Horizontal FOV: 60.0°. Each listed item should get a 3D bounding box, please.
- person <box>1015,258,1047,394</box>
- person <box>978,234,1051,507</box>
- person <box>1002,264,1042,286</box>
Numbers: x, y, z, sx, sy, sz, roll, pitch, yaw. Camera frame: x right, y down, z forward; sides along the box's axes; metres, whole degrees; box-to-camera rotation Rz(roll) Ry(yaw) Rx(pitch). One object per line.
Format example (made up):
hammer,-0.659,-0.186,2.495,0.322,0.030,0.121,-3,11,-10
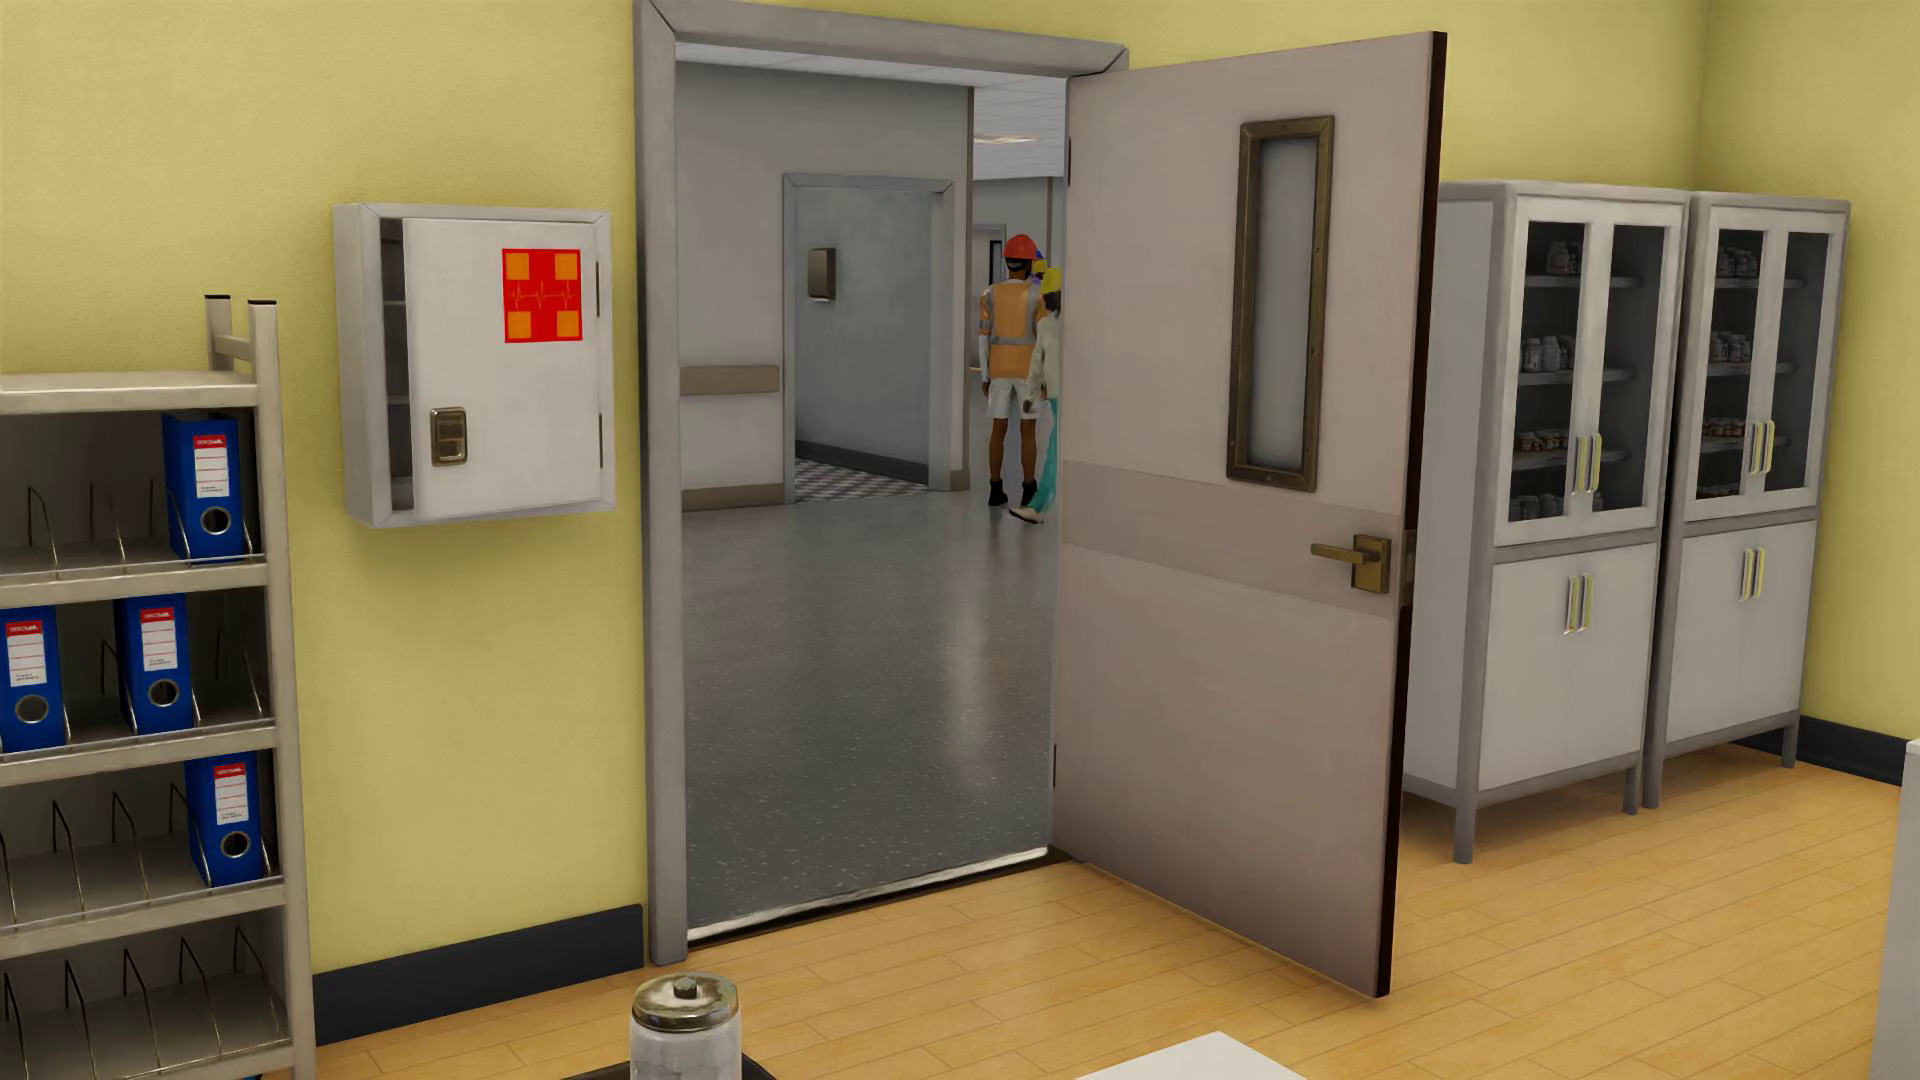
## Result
person,0.975,-2.831,22.076,0.627,1.796,0.621,-4,11,-27
person,0.406,-1.195,11.849,0.550,1.937,0.357,4,10,21
person,0.786,-2.673,20.996,0.565,1.844,0.387,1,10,0
